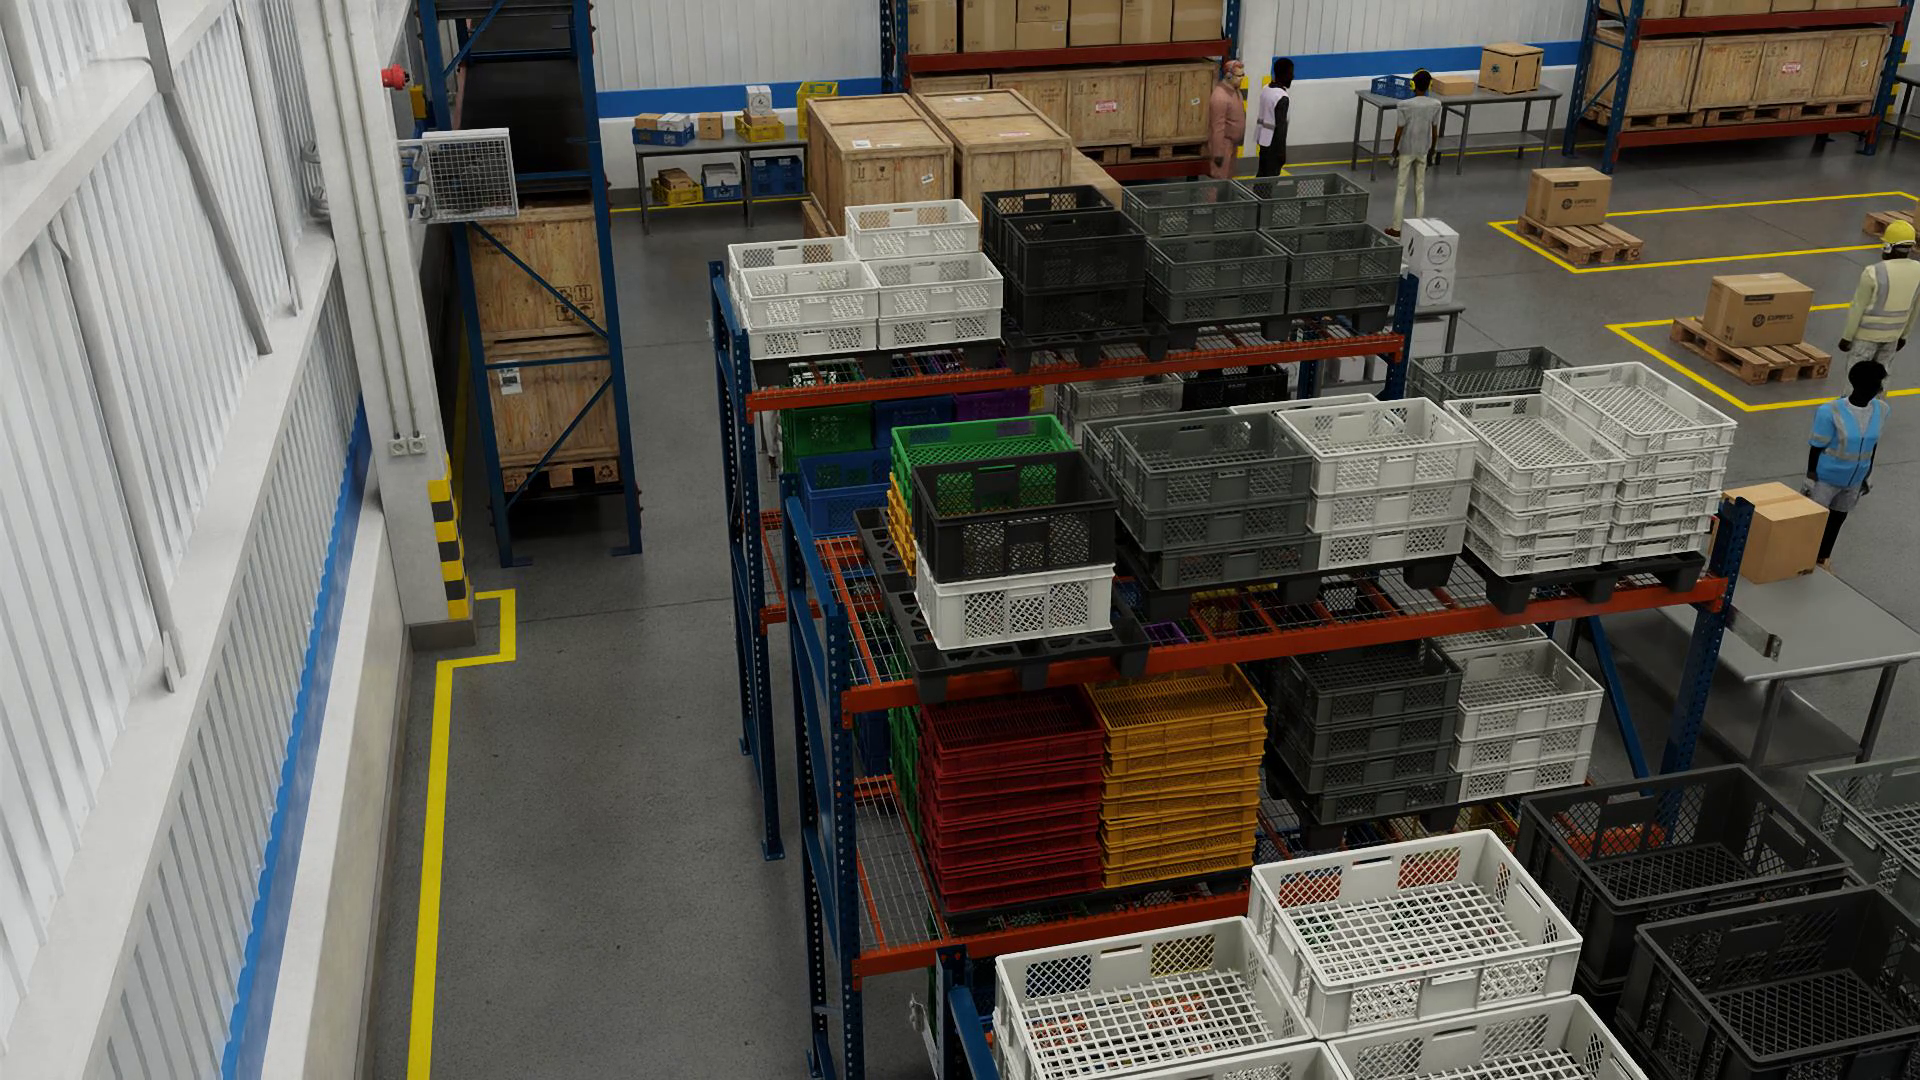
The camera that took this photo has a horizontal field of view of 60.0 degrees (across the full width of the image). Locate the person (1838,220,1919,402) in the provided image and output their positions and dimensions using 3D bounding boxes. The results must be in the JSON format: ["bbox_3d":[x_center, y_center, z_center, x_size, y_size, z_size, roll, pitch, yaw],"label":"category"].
[{"bbox_3d":[7.498,-1.713,13.615,0.588,1.823,0.403,-5,28,-10],"label":"person"}]

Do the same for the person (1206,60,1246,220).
[{"bbox_3d":[2.998,-4.441,18.718,0.400,1.896,0.647,12,30,22],"label":"person"}]

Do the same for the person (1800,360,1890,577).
[{"bbox_3d":[5.974,-0.435,11.322,0.533,1.697,0.318,-5,28,-10],"label":"person"}]

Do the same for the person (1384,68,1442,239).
[{"bbox_3d":[5.014,-4.275,18.421,0.513,1.876,0.328,-2,28,-5],"label":"person"}]

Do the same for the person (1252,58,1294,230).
[{"bbox_3d":[3.500,-4.441,18.691,0.375,1.915,0.592,-6,28,-11],"label":"person"}]

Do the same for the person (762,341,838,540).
[{"bbox_3d":[-1.057,-0.625,11.487,0.583,1.882,0.350,3,28,6],"label":"person"}]
